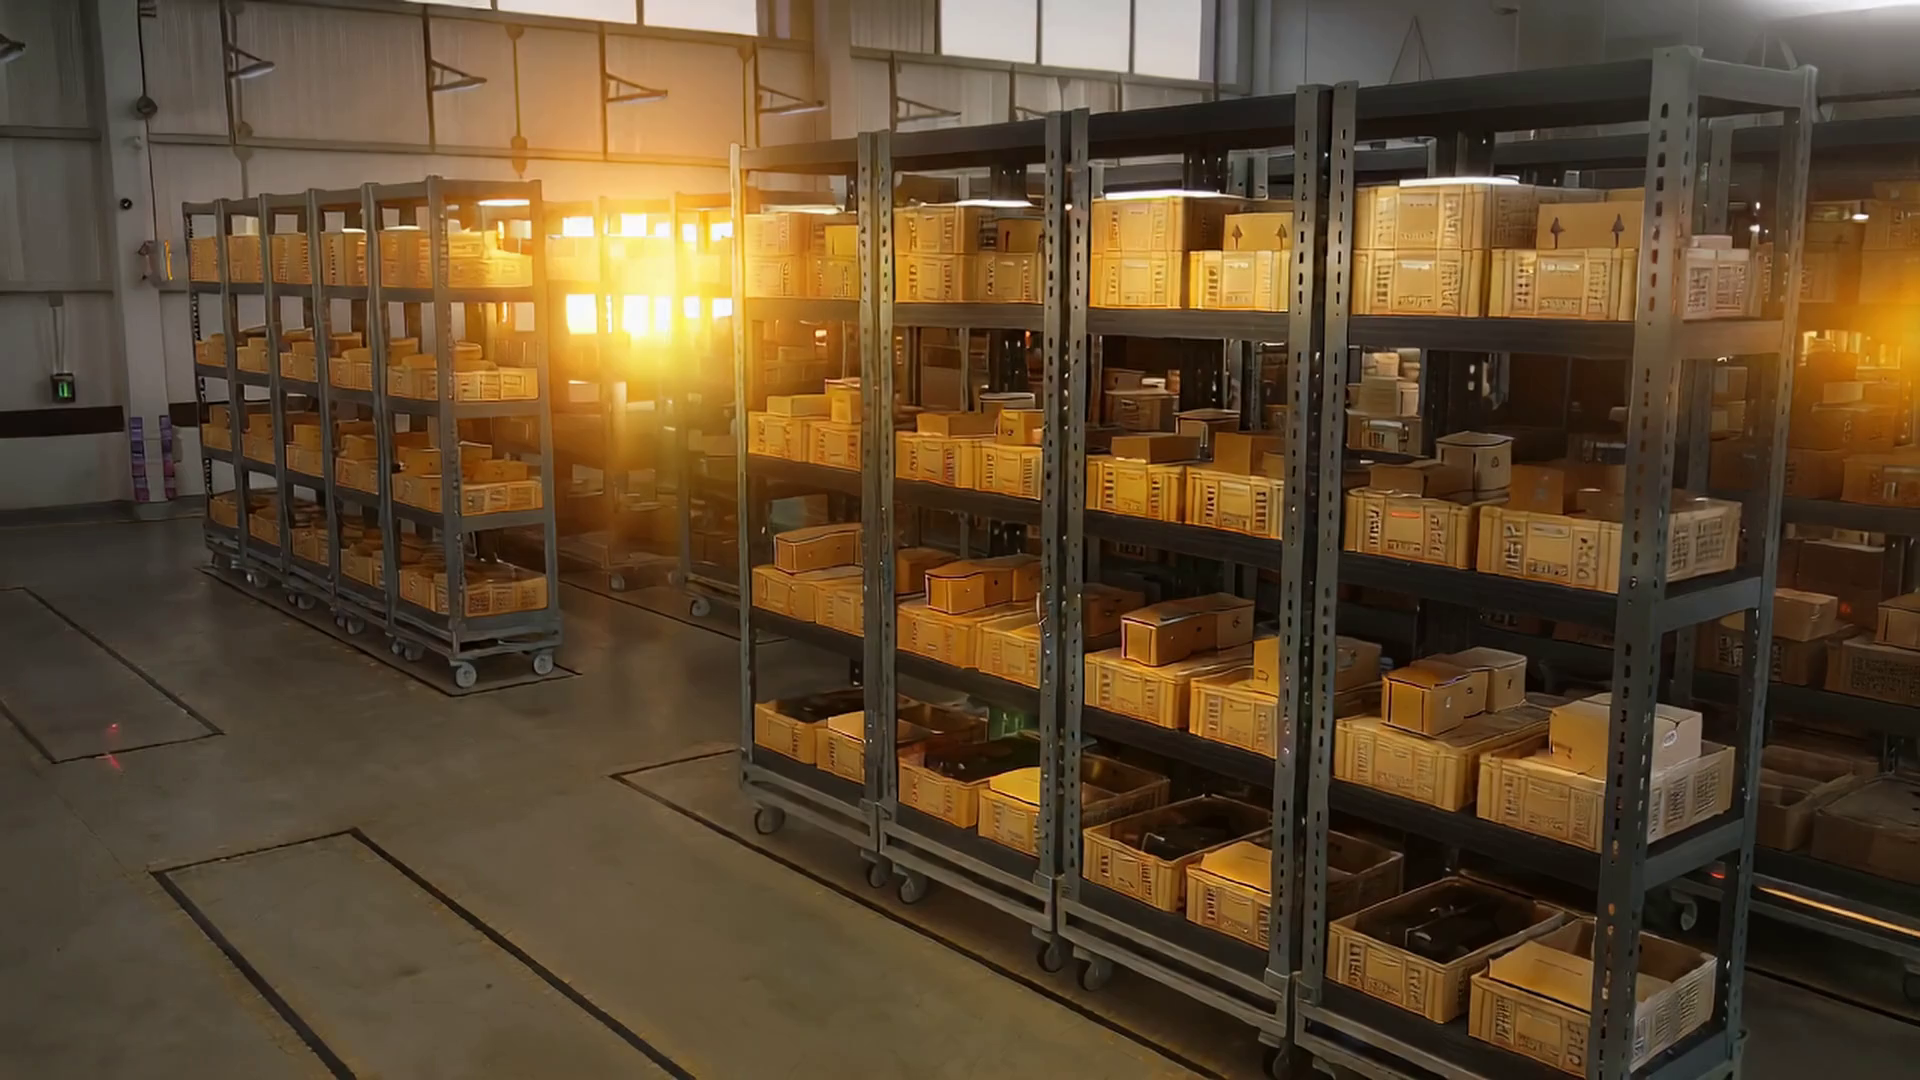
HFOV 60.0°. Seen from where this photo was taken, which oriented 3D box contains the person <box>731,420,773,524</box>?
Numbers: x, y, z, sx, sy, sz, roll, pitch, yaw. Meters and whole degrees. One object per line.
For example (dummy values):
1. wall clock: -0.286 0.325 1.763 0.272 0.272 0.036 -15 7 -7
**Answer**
1. person: -2.039 -0.591 16.325 0.588 1.822 0.403 5 11 30
